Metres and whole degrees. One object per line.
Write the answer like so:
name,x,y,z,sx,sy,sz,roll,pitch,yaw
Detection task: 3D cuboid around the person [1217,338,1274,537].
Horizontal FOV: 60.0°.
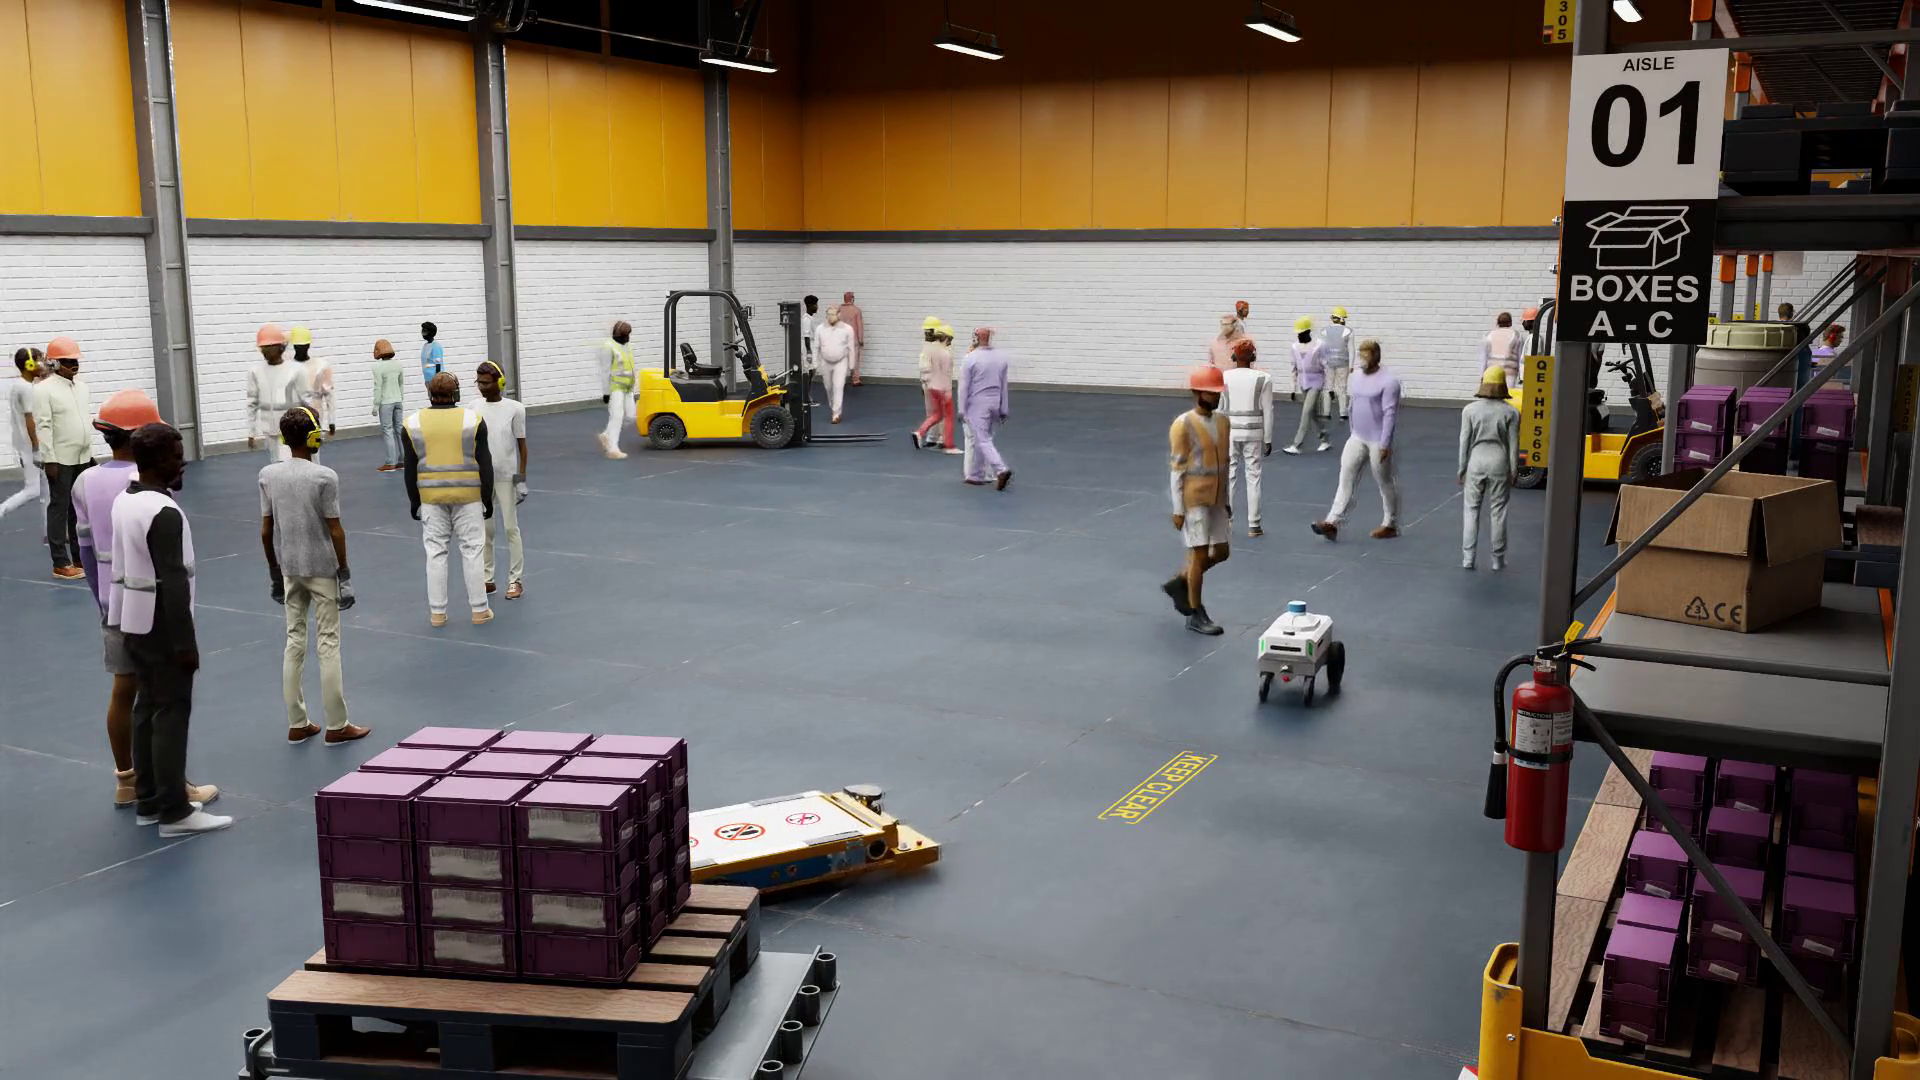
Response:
person,2.680,-0.967,15.780,0.575,1.885,0.355,3,10,14

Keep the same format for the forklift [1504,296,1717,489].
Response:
forklift,7.296,-1.677,18.993,2.313,2.155,1.214,5,11,27

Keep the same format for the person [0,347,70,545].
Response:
person,-8.527,-0.834,15.142,0.771,1.841,0.527,-5,11,-26

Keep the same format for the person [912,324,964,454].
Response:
person,-0.284,-1.999,22.157,0.605,1.742,0.534,-5,11,-25

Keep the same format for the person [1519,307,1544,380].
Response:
person,7.890,-2.251,23.066,0.364,1.934,0.553,3,10,19

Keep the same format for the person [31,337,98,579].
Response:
person,-7.393,-0.684,13.820,0.383,1.996,0.609,1,10,8

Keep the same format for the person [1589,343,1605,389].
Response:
person,8.514,-2.297,23.029,0.678,2.000,0.536,-1,10,-3

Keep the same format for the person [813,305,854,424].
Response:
person,-2.008,-2.813,26.528,0.657,1.872,0.946,2,10,9

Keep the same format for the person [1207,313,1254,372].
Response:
person,3.641,-2.109,22.371,0.666,1.889,0.598,5,11,28

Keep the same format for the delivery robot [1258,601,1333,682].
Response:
delivery robot,2.059,0.618,10.177,0.477,0.478,0.707,4,11,22

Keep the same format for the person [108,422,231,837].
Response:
person,-3.708,0.414,7.693,0.373,1.915,0.596,-10,14,-44

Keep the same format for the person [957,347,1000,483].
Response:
person,0.225,-1.486,19.500,0.522,1.636,0.310,3,10,16

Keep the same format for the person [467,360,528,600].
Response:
person,-3.607,-0.463,12.928,0.521,1.865,0.327,2,10,11

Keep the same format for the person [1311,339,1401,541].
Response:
person,3.755,-0.912,15.465,1.016,1.879,0.650,-7,12,-34

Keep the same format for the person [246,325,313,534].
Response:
person,-6.619,-1.108,16.285,0.623,2.000,1.019,1,10,5

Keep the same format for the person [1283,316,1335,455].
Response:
person,4.724,-2.078,22.329,0.982,1.853,0.626,-7,12,-35

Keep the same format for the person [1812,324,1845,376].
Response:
person,10.338,-1.645,19.909,0.459,1.861,0.590,1,10,5

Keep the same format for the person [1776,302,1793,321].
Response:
person,12.506,-2.642,25.323,0.367,1.940,0.634,-2,10,-9

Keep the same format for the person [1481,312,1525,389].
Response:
person,8.061,-2.484,24.758,0.634,1.824,0.782,6,12,33

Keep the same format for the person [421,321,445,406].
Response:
person,-7.718,-2.355,24.382,0.321,1.690,0.536,-7,12,-36

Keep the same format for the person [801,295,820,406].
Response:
person,-2.653,-3.333,29.279,0.387,1.957,0.616,-1,10,-3

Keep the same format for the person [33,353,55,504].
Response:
person,-9.686,-1.174,17.705,0.546,1.622,0.396,1,10,8

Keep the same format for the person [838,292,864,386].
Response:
person,-2.224,-4.053,33.583,0.640,1.910,0.401,4,11,24

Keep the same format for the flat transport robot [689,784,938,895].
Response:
flat transport robot,-0.872,1.328,7.158,1.431,0.197,0.652,-6,11,-30

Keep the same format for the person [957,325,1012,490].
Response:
person,0.300,-1.508,18.987,0.654,1.880,0.877,-9,13,-43

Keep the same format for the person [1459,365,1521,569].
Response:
person,4.512,-0.618,14.171,0.492,1.742,0.321,4,11,24

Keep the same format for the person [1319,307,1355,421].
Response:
person,6.042,-2.819,26.663,0.592,1.829,0.404,6,11,30

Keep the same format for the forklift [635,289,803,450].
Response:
forklift,-3.358,-2.392,23.136,2.313,2.155,1.214,-1,10,-5

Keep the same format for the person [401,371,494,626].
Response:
person,-3.675,-0.295,12.015,0.620,1.845,0.430,-1,10,-8

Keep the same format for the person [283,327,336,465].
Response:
person,-6.953,-1.299,17.639,0.625,1.897,0.819,-3,10,-19

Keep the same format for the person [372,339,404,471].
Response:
person,-7.056,-1.663,20.537,0.278,1.633,0.498,4,11,24

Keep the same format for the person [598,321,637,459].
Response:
person,-4.515,-1.972,21.851,0.503,1.801,0.657,3,10,19

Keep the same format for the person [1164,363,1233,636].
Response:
person,1.682,-0.299,11.807,0.560,1.921,0.544,-8,13,-40

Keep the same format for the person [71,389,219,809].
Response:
person,-3.926,0.298,7.995,0.605,2.045,0.378,4,11,24

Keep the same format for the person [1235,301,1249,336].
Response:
person,4.720,-3.091,28.080,0.356,1.884,0.572,3,10,18

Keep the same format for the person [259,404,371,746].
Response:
person,-3.545,0.196,9.089,0.512,1.873,0.329,2,10,13

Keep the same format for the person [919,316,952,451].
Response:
person,-0.355,-2.136,22.697,0.403,1.830,0.597,-6,12,-33
